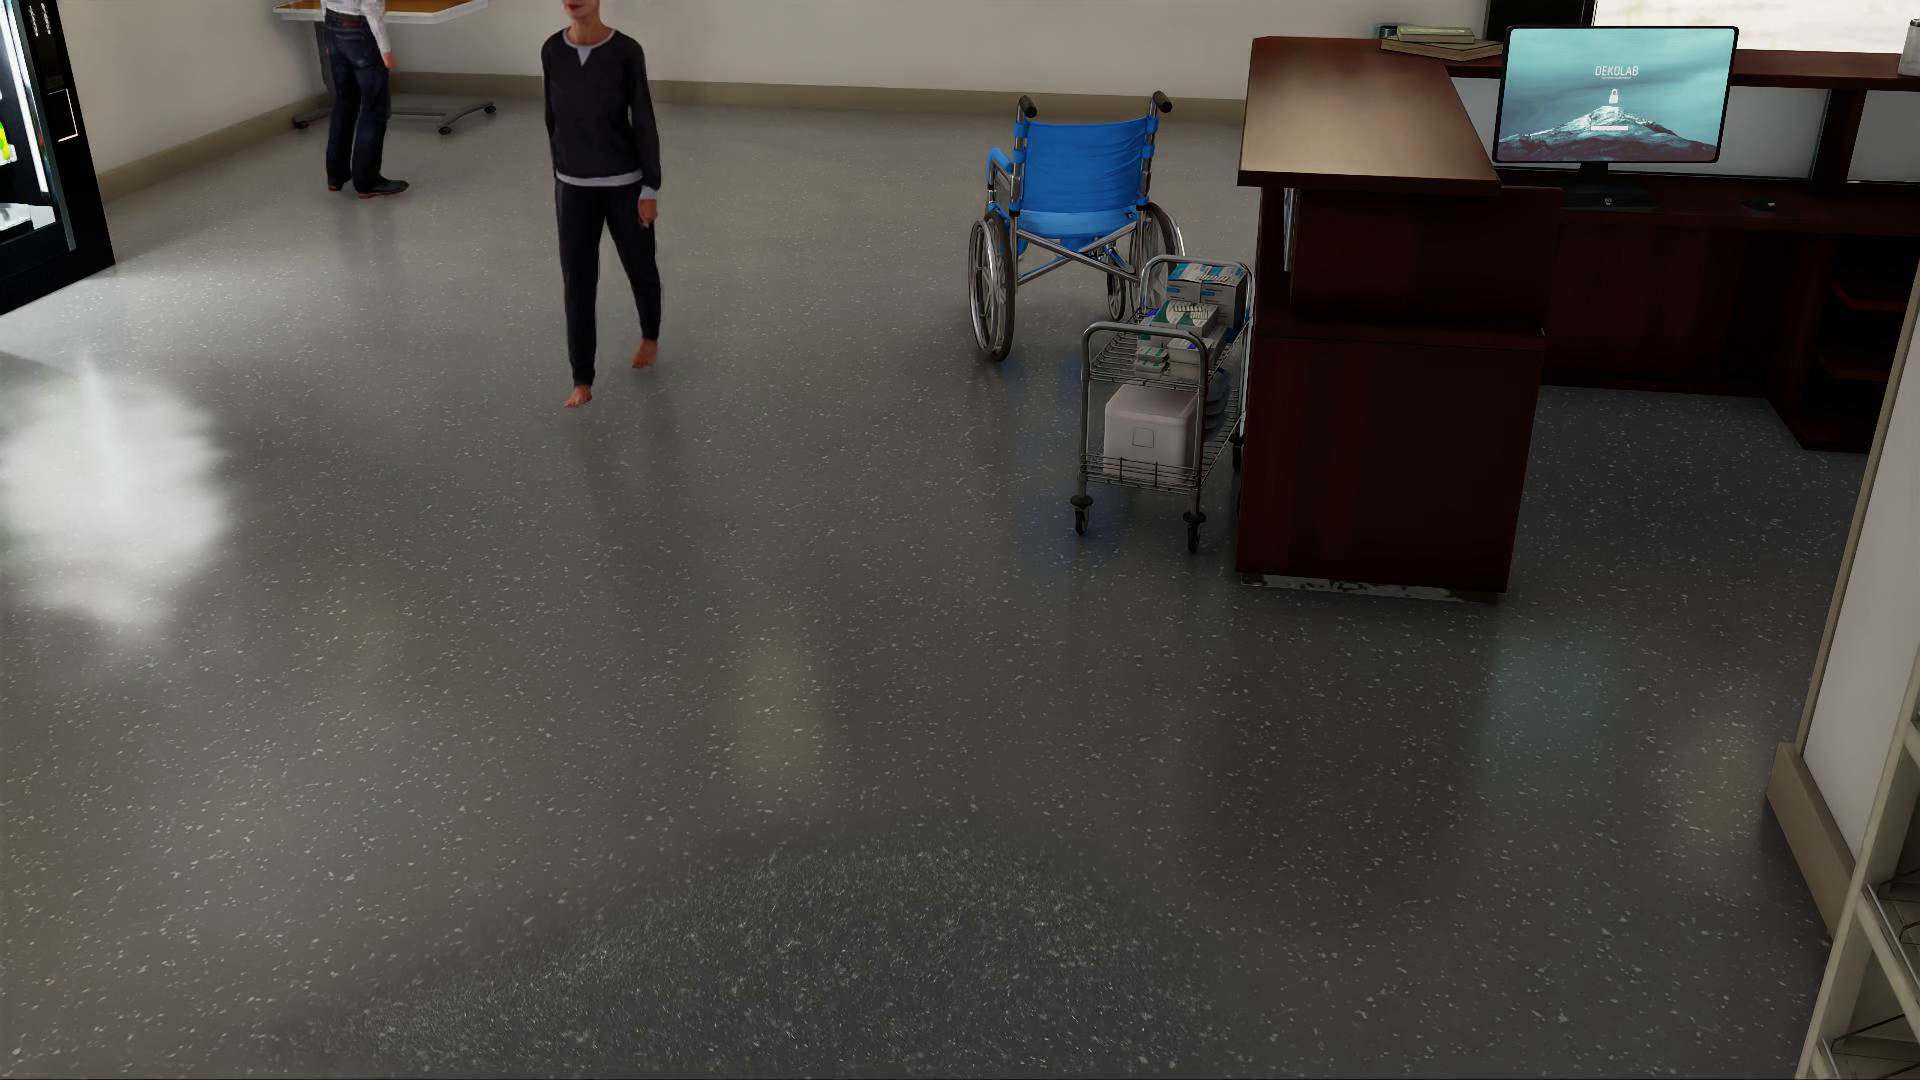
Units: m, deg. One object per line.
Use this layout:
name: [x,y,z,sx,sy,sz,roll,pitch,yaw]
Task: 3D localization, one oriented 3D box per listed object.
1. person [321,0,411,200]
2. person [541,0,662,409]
person: [-3.436,-2.816,9.364,0.916,1.783,0.865,13,29,25]
person: [-1.379,-1.422,6.590,0.672,1.681,1.074,3,26,6]
